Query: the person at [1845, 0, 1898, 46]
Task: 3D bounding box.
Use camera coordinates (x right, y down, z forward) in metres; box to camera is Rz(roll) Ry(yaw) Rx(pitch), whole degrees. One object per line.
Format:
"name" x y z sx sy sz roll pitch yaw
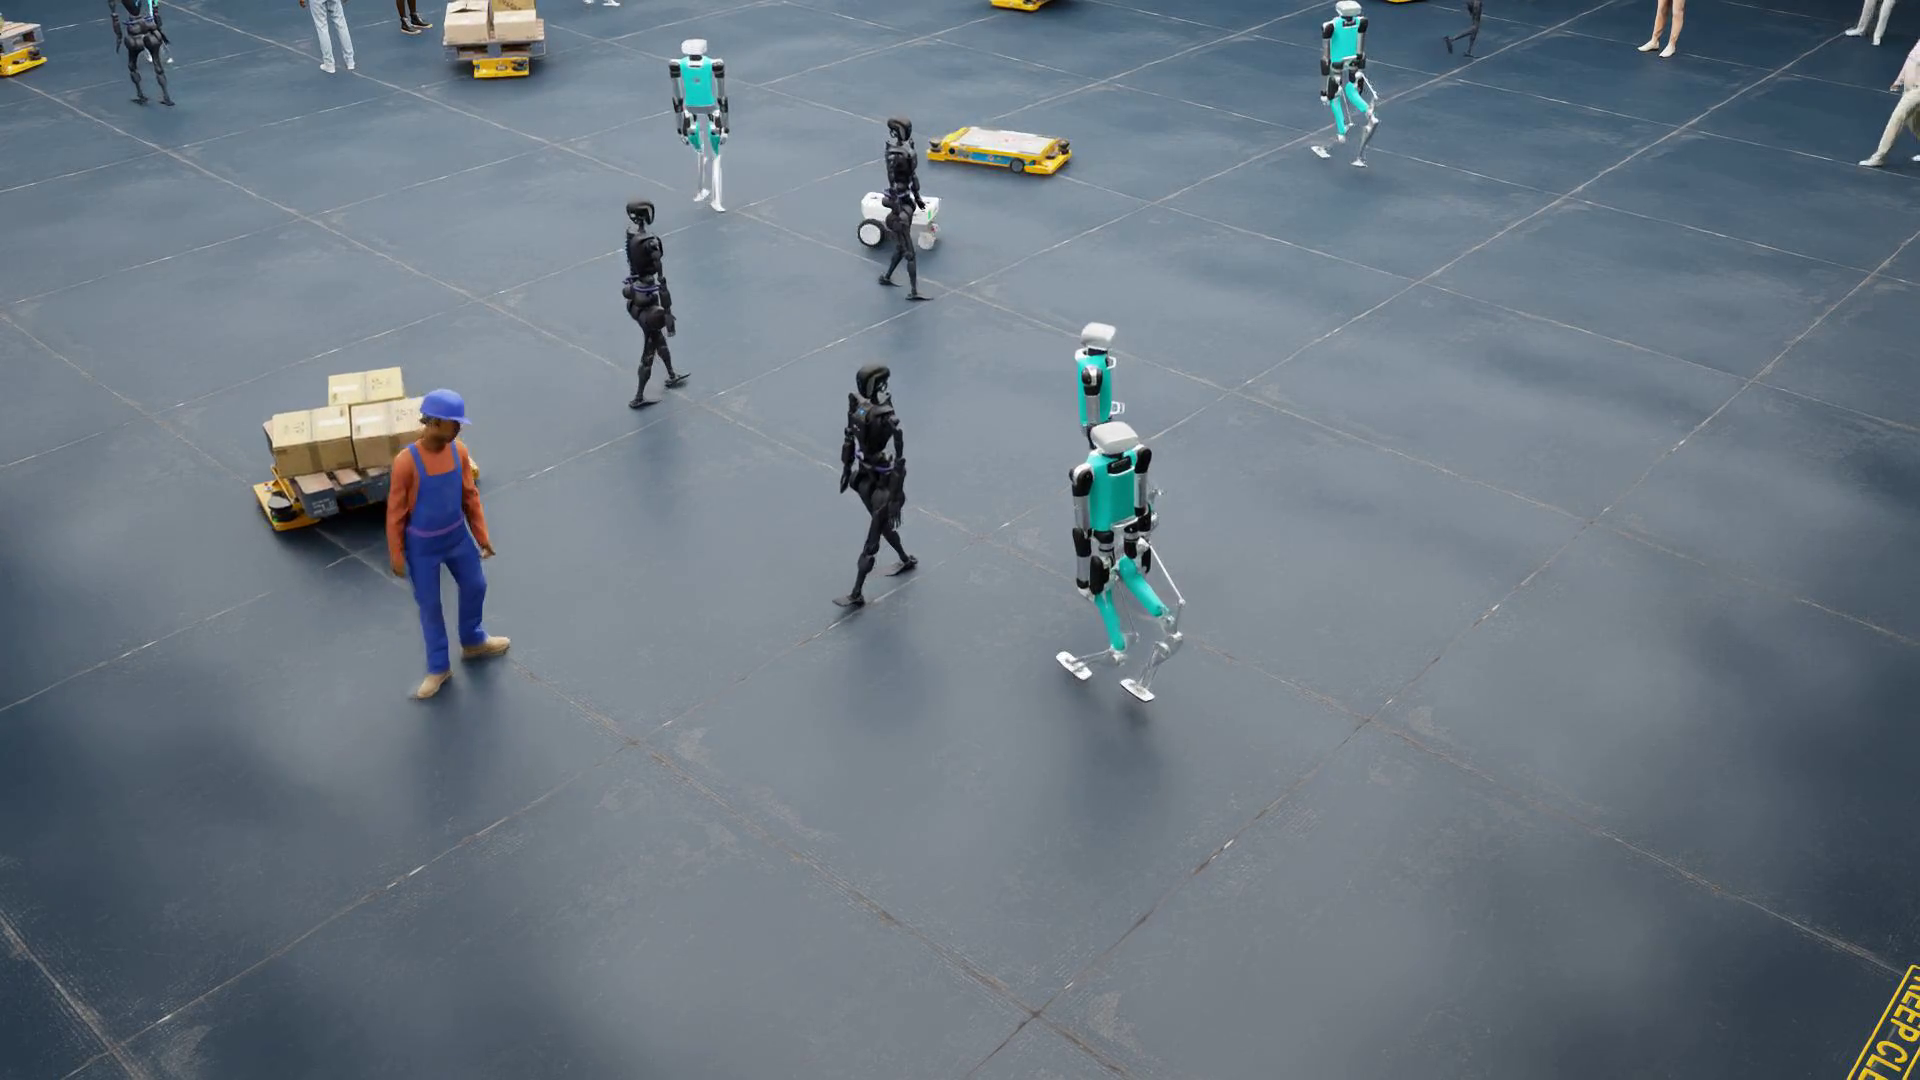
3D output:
"person" 12.011 -7.236 21.531 0.397 1.605 0.597 -24 39 -34

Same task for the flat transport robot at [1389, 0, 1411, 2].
"flat transport robot" 6.158 -8.077 24.160 0.659 0.231 1.431 -16 35 -24

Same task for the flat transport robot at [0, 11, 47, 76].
"flat transport robot" -12.322 -6.047 20.891 1.431 0.231 0.659 9 33 14

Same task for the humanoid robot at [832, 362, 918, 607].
"humanoid robot" -0.553 -0.376 10.461 0.780 1.622 0.599 -25 40 -34

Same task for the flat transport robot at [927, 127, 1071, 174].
"flat transport robot" 0.421 -4.203 17.922 1.431 0.231 0.659 12 34 18

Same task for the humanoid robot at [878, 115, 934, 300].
"humanoid robot" -0.482 -2.937 14.577 0.603 1.641 0.602 10 33 16

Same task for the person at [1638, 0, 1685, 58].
"person" 9.061 -7.082 21.041 0.364 1.871 0.518 -17 36 -25

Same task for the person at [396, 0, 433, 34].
"person" -7.365 -7.742 22.013 0.371 1.966 0.601 9 33 14

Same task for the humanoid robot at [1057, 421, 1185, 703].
"humanoid robot" 0.957 0.214 9.426 0.539 1.764 0.925 -21 37 -30

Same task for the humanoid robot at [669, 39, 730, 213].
"humanoid robot" -2.504 -4.125 16.425 0.533 1.787 0.899 0 32 0

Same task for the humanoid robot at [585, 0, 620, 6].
"humanoid robot" -5.075 -8.255 23.145 0.833 1.862 0.542 10 33 15

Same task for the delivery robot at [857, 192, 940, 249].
"delivery robot" -0.575 -3.102 15.861 0.768 0.576 0.499 7 33 11

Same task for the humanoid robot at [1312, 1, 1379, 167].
"humanoid robot" 4.091 -4.650 17.308 0.544 1.768 1.042 -13 34 -20

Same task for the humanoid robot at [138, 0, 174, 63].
"humanoid robot" -10.184 -6.770 20.662 0.533 1.791 0.678 -11 33 -17

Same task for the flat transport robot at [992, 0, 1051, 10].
"flat transport robot" 1.077 -7.857 23.805 0.659 0.231 1.431 17 36 26

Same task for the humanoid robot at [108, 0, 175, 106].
"humanoid robot" -9.547 -5.898 19.325 0.567 1.639 0.608 23 39 33

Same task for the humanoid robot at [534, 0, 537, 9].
"humanoid robot" -5.869 -7.703 22.234 0.589 1.640 0.410 -19 36 -27

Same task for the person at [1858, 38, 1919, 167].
"person" 10.099 -4.748 17.475 0.837 1.657 0.471 3 32 5

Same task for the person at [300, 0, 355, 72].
"person" -7.827 -6.735 20.437 0.591 1.917 0.376 -20 37 -29

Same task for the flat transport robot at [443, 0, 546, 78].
"flat transport robot" -5.838 -6.125 21.017 0.659 0.231 1.431 -6 32 -10

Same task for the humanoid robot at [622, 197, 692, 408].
"humanoid robot" -2.356 -1.850 12.810 0.646 1.636 0.588 -22 38 -31

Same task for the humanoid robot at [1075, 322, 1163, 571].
"humanoid robot" 1.058 -0.479 10.640 0.705 1.897 0.540 3 32 5

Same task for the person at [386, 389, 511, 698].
"person" -3.035 0.027 9.606 0.367 1.868 0.680 26 40 35

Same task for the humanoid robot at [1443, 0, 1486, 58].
"humanoid robot" 6.458 -6.923 20.978 0.493 1.645 0.603 11 34 18

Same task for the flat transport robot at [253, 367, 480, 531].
"flat transport robot" -4.245 -0.459 11.893 1.431 0.231 0.659 -19 36 -27
